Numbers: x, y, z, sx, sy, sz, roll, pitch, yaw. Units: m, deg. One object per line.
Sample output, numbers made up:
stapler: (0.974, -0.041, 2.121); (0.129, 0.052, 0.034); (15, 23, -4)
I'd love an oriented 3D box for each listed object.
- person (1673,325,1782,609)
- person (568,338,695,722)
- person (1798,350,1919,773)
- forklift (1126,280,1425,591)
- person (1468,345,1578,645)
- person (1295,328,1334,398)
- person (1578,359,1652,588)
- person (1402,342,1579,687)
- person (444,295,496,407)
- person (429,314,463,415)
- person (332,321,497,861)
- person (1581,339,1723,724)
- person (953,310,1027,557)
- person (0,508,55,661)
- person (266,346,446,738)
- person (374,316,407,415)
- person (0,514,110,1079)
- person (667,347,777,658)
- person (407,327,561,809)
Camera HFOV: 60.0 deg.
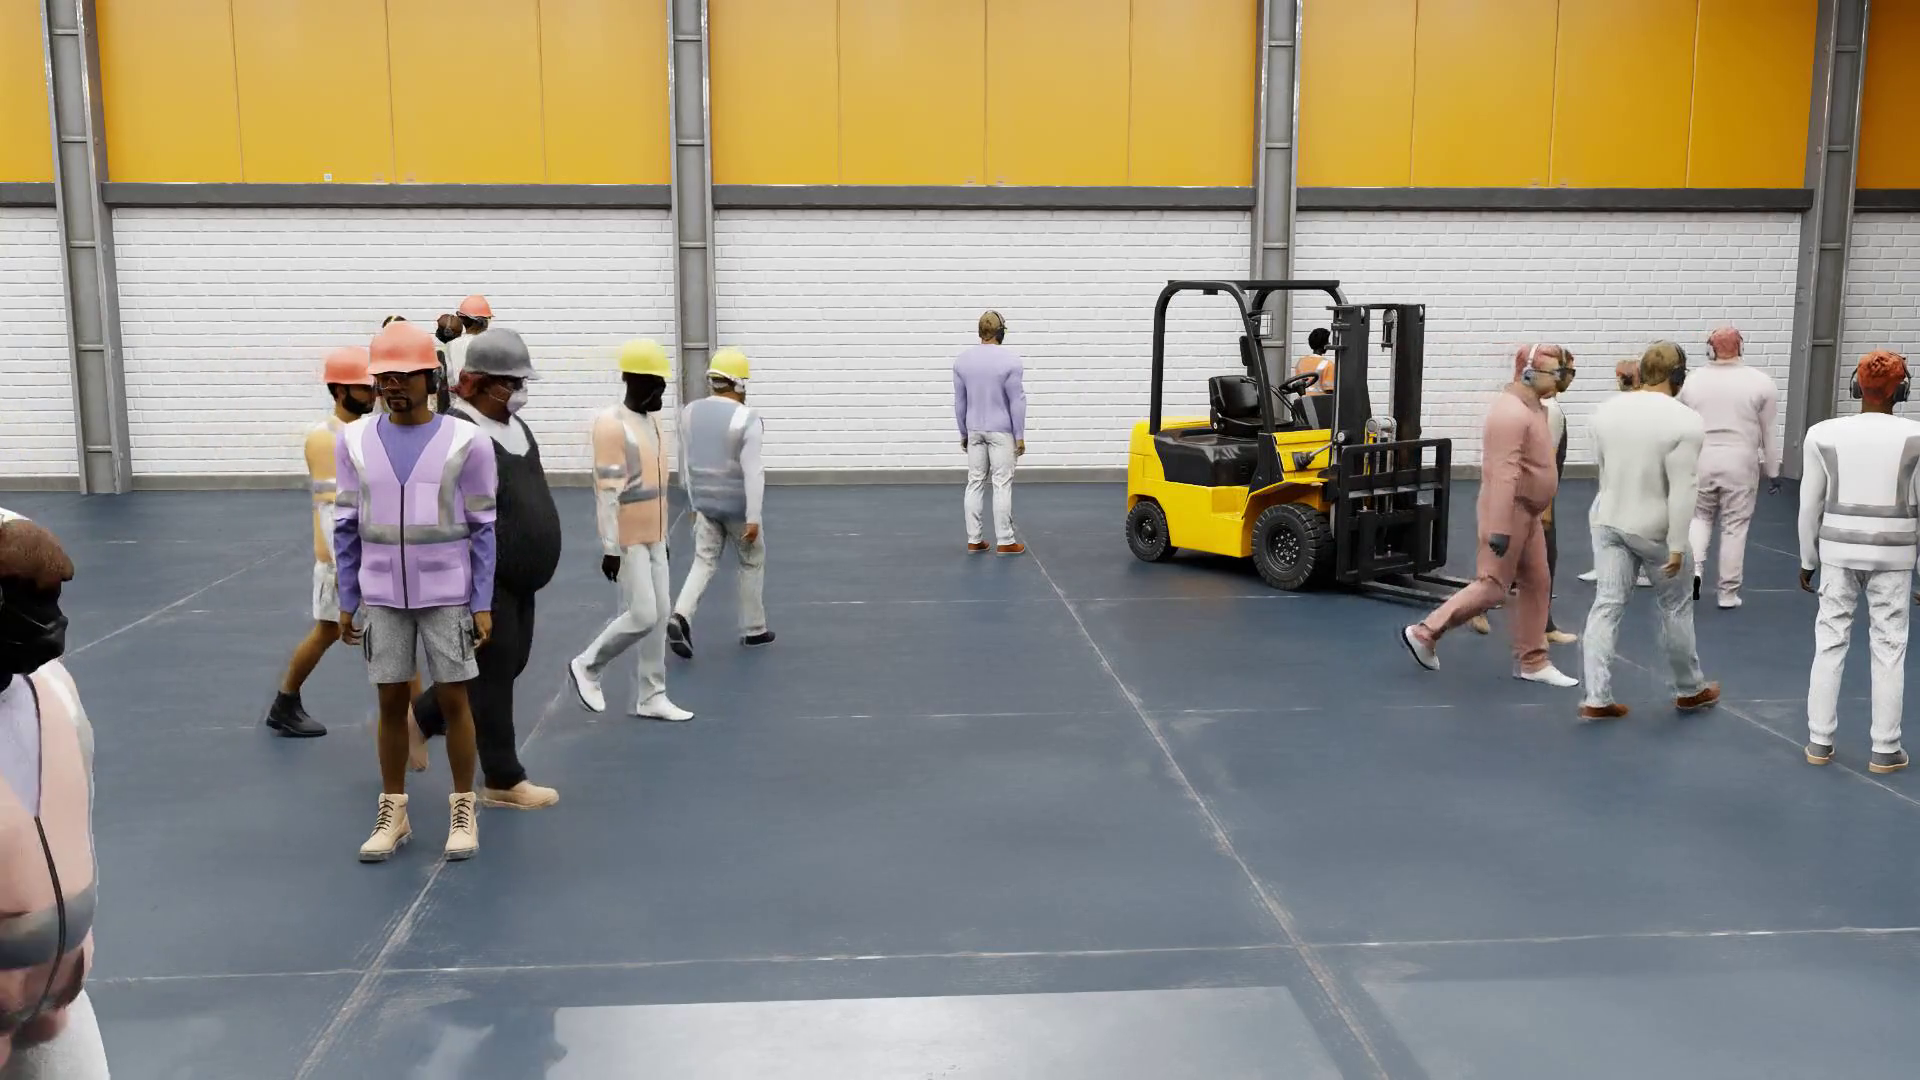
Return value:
person: (5.074, -0.475, 11.042); (0.672, 1.885, 0.444); (6, 11, 35)
person: (-1.618, -0.035, 8.174); (0.525, 1.909, 0.597); (3, 9, 17)
person: (4.053, 0.099, 7.434); (0.575, 1.882, 0.355); (7, 11, 36)
forklift: (2.301, -0.860, 12.475); (1.214, 2.155, 2.313); (-6, 11, -35)
person: (3.368, -0.257, 9.915); (0.640, 1.813, 0.522); (1, 9, 7)
person: (3.582, -1.296, 16.802); (0.320, 1.691, 0.528); (-5, 11, -31)
person: (4.696, -0.473, 11.836); (0.552, 1.616, 0.606); (-8, 12, -42)
person: (2.898, -0.137, 8.986); (0.849, 1.869, 0.666); (5, 10, 28)
person: (-4.113, -1.063, 14.228); (0.607, 2.044, 0.371); (6, 11, 34)
person: (-4.885, -1.249, 16.020); (0.429, 1.847, 0.627); (1, 9, 8)
person: (-2.053, 0.202, 6.283); (0.608, 2.044, 0.370); (0, 9, -3)
person: (3.478, -0.040, 8.285); (0.951, 1.895, 0.635); (-6, 11, -33)
person: (0.246, -0.836, 13.129); (0.629, 1.940, 0.373); (5, 11, 30)
person: (-2.979, 0.521, 4.821); (0.619, 1.857, 0.992); (-7, 11, -38)
person: (-2.894, 0.021, 7.910); (0.965, 1.893, 0.559); (2, 9, 10)
person: (-5.085, -1.103, 15.129); (0.771, 1.831, 0.537); (3, 10, 18)
person: (-1.666, 0.860, 2.907); (0.917, 1.788, 0.665); (2, 9, 14)
person: (-1.392, -0.210, 9.626); (0.590, 1.804, 0.794); (4, 10, 26)
person: (-2.056, 0.101, 6.925); (0.792, 2.000, 0.694); (1, 9, 7)
